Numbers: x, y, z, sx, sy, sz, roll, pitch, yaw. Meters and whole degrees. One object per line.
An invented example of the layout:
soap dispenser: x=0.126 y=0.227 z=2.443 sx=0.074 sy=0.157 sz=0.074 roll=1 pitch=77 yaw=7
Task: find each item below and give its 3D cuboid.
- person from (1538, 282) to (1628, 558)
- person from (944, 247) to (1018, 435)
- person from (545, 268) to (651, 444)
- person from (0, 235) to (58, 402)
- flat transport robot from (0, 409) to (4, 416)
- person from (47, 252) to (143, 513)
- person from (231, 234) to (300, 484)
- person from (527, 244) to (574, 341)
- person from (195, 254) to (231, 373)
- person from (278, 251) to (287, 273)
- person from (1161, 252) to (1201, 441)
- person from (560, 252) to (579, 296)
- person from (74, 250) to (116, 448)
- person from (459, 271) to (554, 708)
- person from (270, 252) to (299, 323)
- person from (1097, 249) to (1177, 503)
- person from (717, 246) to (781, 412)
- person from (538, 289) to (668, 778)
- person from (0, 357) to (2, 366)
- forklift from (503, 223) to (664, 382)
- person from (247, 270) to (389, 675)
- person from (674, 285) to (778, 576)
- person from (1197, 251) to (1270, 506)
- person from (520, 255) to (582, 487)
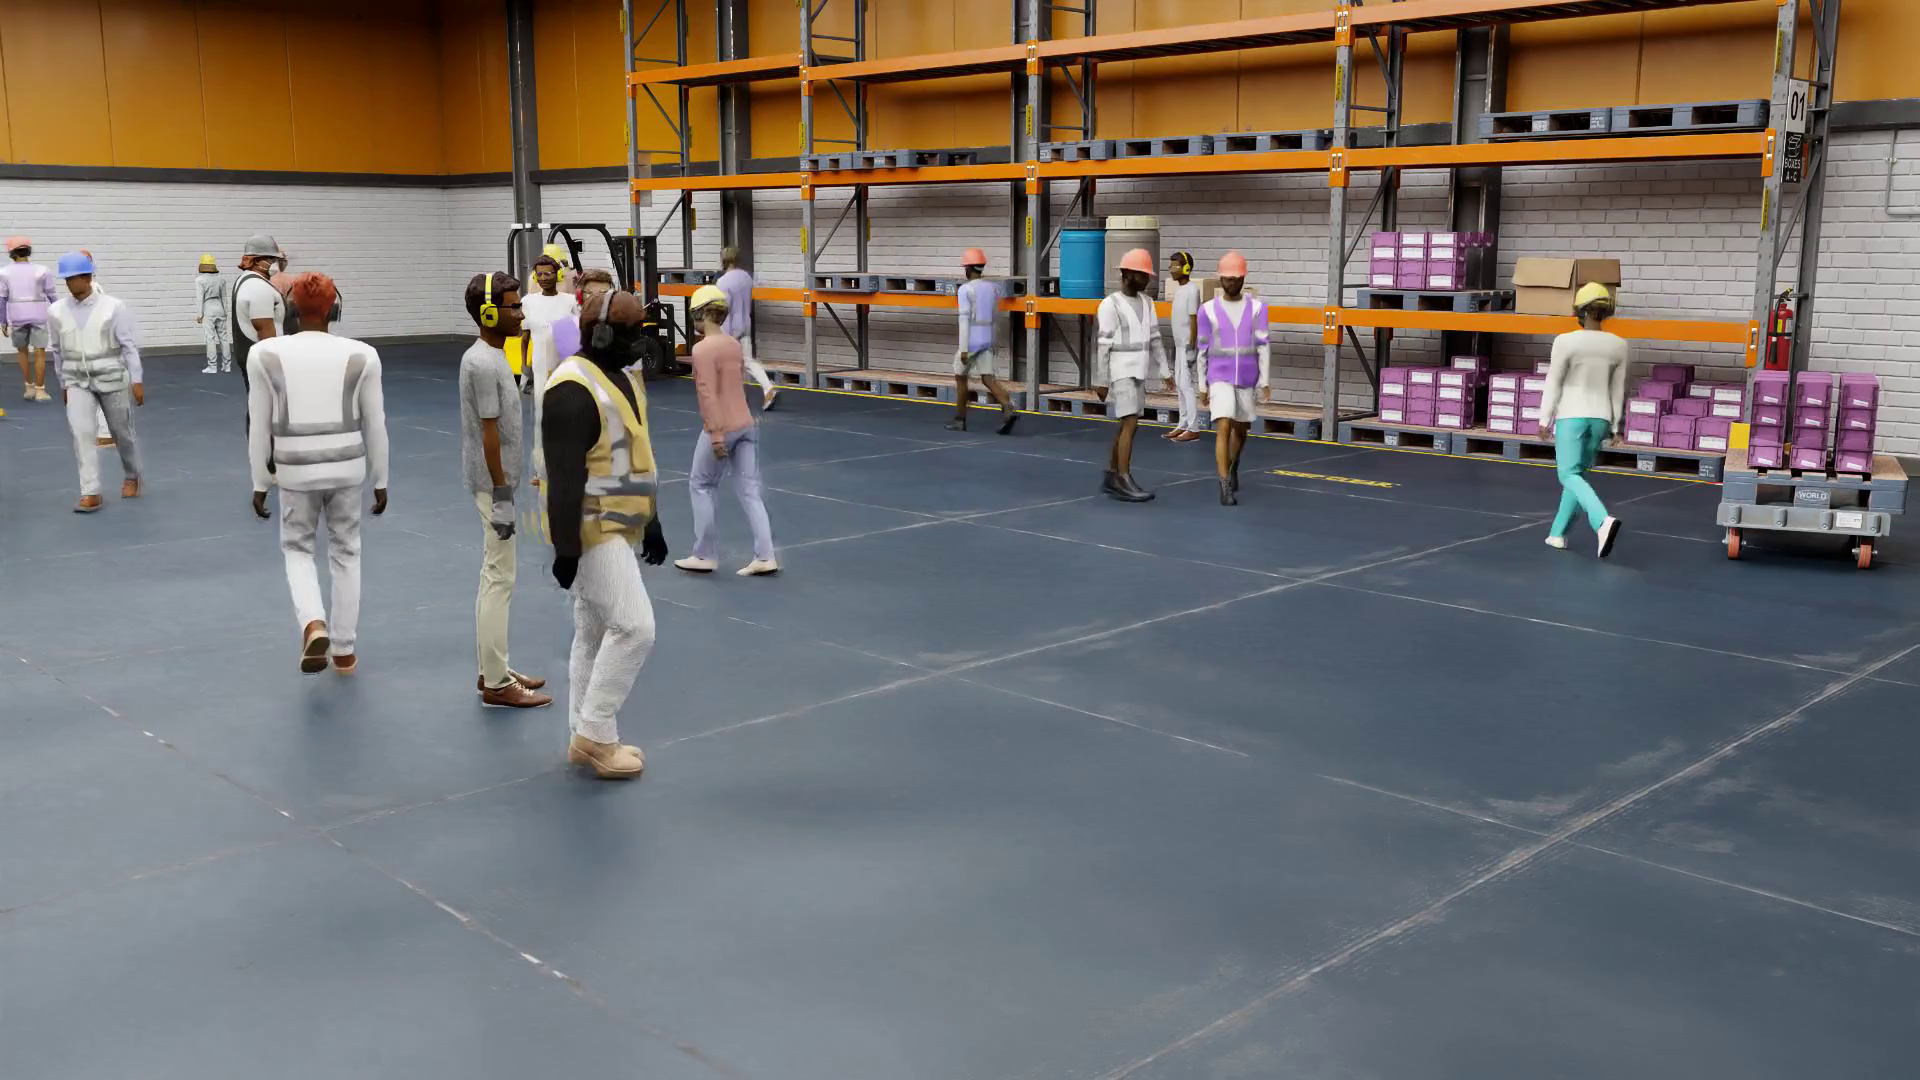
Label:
person: x=3.982 y=-0.749 z=10.494 sx=0.558 sy=1.729 sz=0.746 roll=-2 pitch=11 yaw=-10
person: x=0.217 y=-2.021 z=16.953 sx=0.555 sy=1.907 sz=0.912 roll=-10 pitch=14 yaw=-42
person: x=-2.100 y=-0.658 z=9.694 sx=0.605 sy=1.826 sz=0.548 roll=-6 pitch=12 yaw=-31
person: x=-11.312 y=-2.688 z=20.276 sx=0.693 sy=2.025 sz=0.544 roll=-4 pitch=11 yaw=-21
flat transport robot: x=-11.299 y=-1.416 z=18.094 sx=1.431 sy=0.197 sz=0.652 roll=1 pitch=10 yaw=5
person: x=-6.427 y=-1.197 z=12.441 sx=0.637 sy=1.910 sz=0.965 roll=-2 pitch=11 yaw=-9
person: x=-5.666 y=-1.488 z=13.659 sx=0.536 sy=2.000 sz=0.682 roll=-7 pitch=13 yaw=-34
person: x=-4.886 y=-2.619 z=20.182 sx=0.695 sy=1.903 sz=0.624 roll=9 pitch=14 yaw=41
person: x=-11.072 y=-3.346 z=24.603 sx=0.308 sy=1.743 sz=0.494 roll=6 pitch=12 yaw=31
person: x=-8.901 y=-2.918 z=22.071 sx=0.834 sy=1.817 sz=0.519 roll=-10 pitch=14 yaw=-44
person: x=2.207 y=-1.902 z=16.426 sx=0.321 sy=1.860 sz=0.512 roll=-2 pitch=11 yaw=-10
person: x=-6.135 y=-3.640 z=26.151 sx=0.526 sy=1.765 sz=0.329 roll=4 pitch=11 yaw=20
person: x=-8.290 y=-1.817 z=15.903 sx=0.349 sy=1.879 sz=0.579 roll=-5 pitch=11 yaw=-24
person: x=-1.973 y=-0.213 z=7.171 sx=0.323 sy=1.871 sz=0.530 roll=-3 pitch=11 yaw=-18
person: x=-6.846 y=-2.048 z=16.937 sx=0.793 sy=1.971 sz=0.617 roll=3 pitch=11 yaw=18
person: x=1.331 y=-1.264 z=12.779 sx=0.638 sy=1.904 sz=0.561 roll=10 pitch=14 yaw=43
person: x=-2.514 y=-2.407 z=19.056 sx=0.898 sy=1.910 sz=0.631 roll=6 pitch=12 yaw=31
person: x=-1.310 y=-0.018 z=6.243 sx=0.499 sy=1.821 sz=0.632 roll=0 pitch=10 yaw=2
person: x=-7.671 y=-1.280 z=12.690 sx=0.656 sy=1.974 sz=0.518 roll=-8 pitch=13 yaw=-38
forklift: x=-5.316 y=-3.263 z=22.920 sx=2.313 sy=2.155 sz=1.214 roll=-10 pitch=14 yaw=-44
person: x=-2.889 y=-0.280 z=7.536 sx=0.595 sy=1.866 sz=0.492 roll=-4 pitch=11 yaw=-21
person: x=-1.411 y=-0.636 z=9.872 sx=0.758 sy=1.722 sz=0.541 roll=5 pitch=12 yaw=26
person: x=2.078 y=-1.258 z=12.781 sx=0.540 sy=1.910 sz=0.917 roll=0 pitch=10 yaw=-2
person: x=-3.281 y=-1.354 z=13.400 sx=0.533 sy=1.868 sz=0.310 roll=-1 pitch=10 yaw=-5
